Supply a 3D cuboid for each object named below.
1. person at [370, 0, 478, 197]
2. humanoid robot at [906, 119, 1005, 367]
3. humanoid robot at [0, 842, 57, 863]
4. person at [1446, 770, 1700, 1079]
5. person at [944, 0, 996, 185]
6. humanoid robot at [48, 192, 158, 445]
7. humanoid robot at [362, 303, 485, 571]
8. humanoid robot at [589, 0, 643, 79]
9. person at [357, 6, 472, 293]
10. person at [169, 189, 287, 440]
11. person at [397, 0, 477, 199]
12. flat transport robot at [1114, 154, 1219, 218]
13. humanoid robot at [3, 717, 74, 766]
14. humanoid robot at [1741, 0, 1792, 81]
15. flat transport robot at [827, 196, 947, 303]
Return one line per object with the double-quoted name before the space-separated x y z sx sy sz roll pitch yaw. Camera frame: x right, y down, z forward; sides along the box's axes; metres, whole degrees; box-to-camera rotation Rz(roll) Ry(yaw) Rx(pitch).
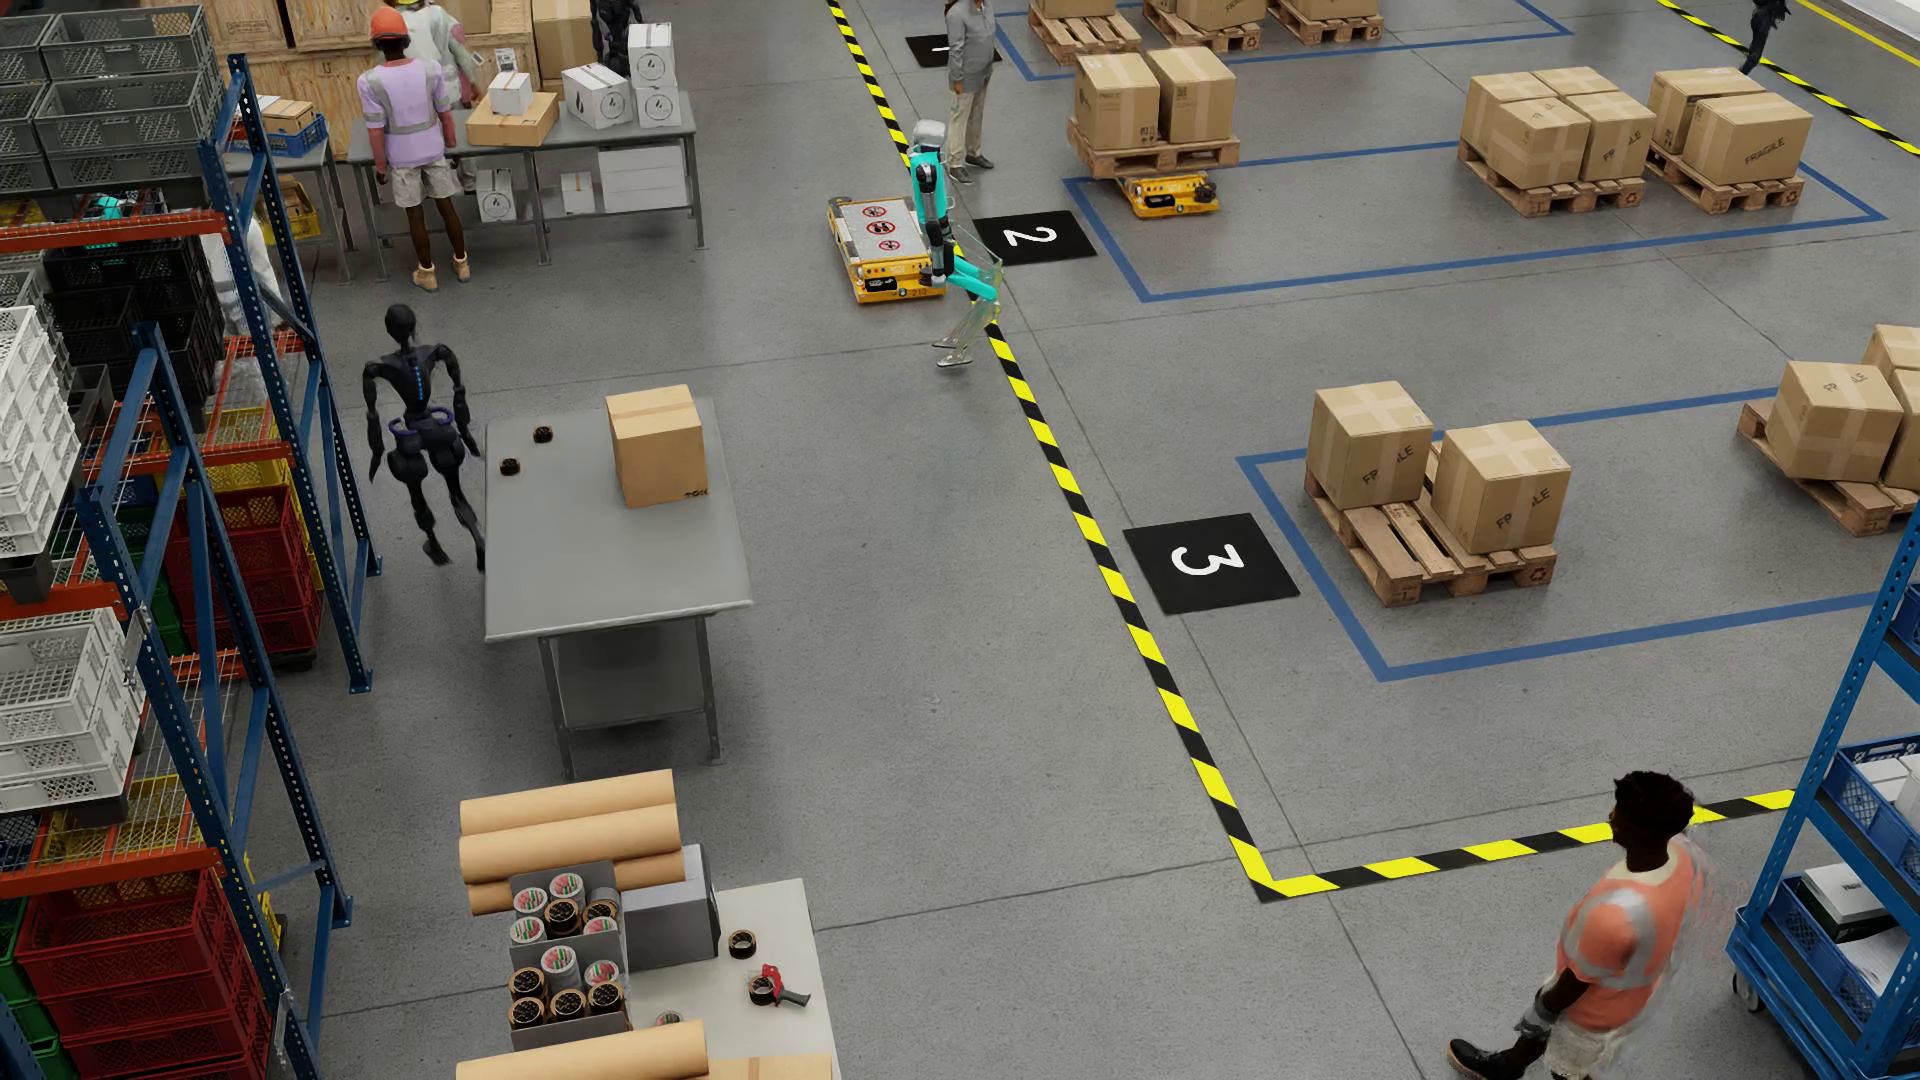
"person" -4.134 -3.499 12.903 0.687 1.889 0.669 -22 42 -26
"humanoid robot" 0.032 -1.915 10.784 0.735 1.677 0.533 -2 37 -2
"humanoid robot" -4.428 0.881 7.129 0.910 1.741 0.534 -10 38 -13
"person" 2.331 1.590 6.028 0.898 1.931 0.613 29 45 33
"person" 0.080 -3.775 13.369 0.397 1.767 0.574 20 41 24
"humanoid robot" -5.083 -1.314 10.005 0.534 1.692 0.738 -5 37 -6
"humanoid robot" -2.913 -0.502 9.062 0.615 1.640 0.572 -25 43 -29
"humanoid robot" -2.750 -4.059 13.894 0.616 1.641 0.804 19 41 24
"person" -3.857 -2.740 11.754 0.613 2.039 0.384 -23 42 -27
"person" -4.381 -1.394 10.077 0.592 1.868 0.535 1 37 2
"person" -4.079 -3.471 12.908 0.599 1.831 0.404 6 37 8
"flat transport robot" 1.578 -3.059 13.641 0.652 0.197 1.431 -8 37 -10
"humanoid robot" -4.647 0.522 7.687 0.897 1.842 0.578 -13 39 -17
"humanoid robot" 7.179 -4.742 14.745 0.387 1.628 0.596 21 41 25
"flat transport robot" -0.570 -2.220 12.538 0.659 0.231 1.431 -8 37 -10
